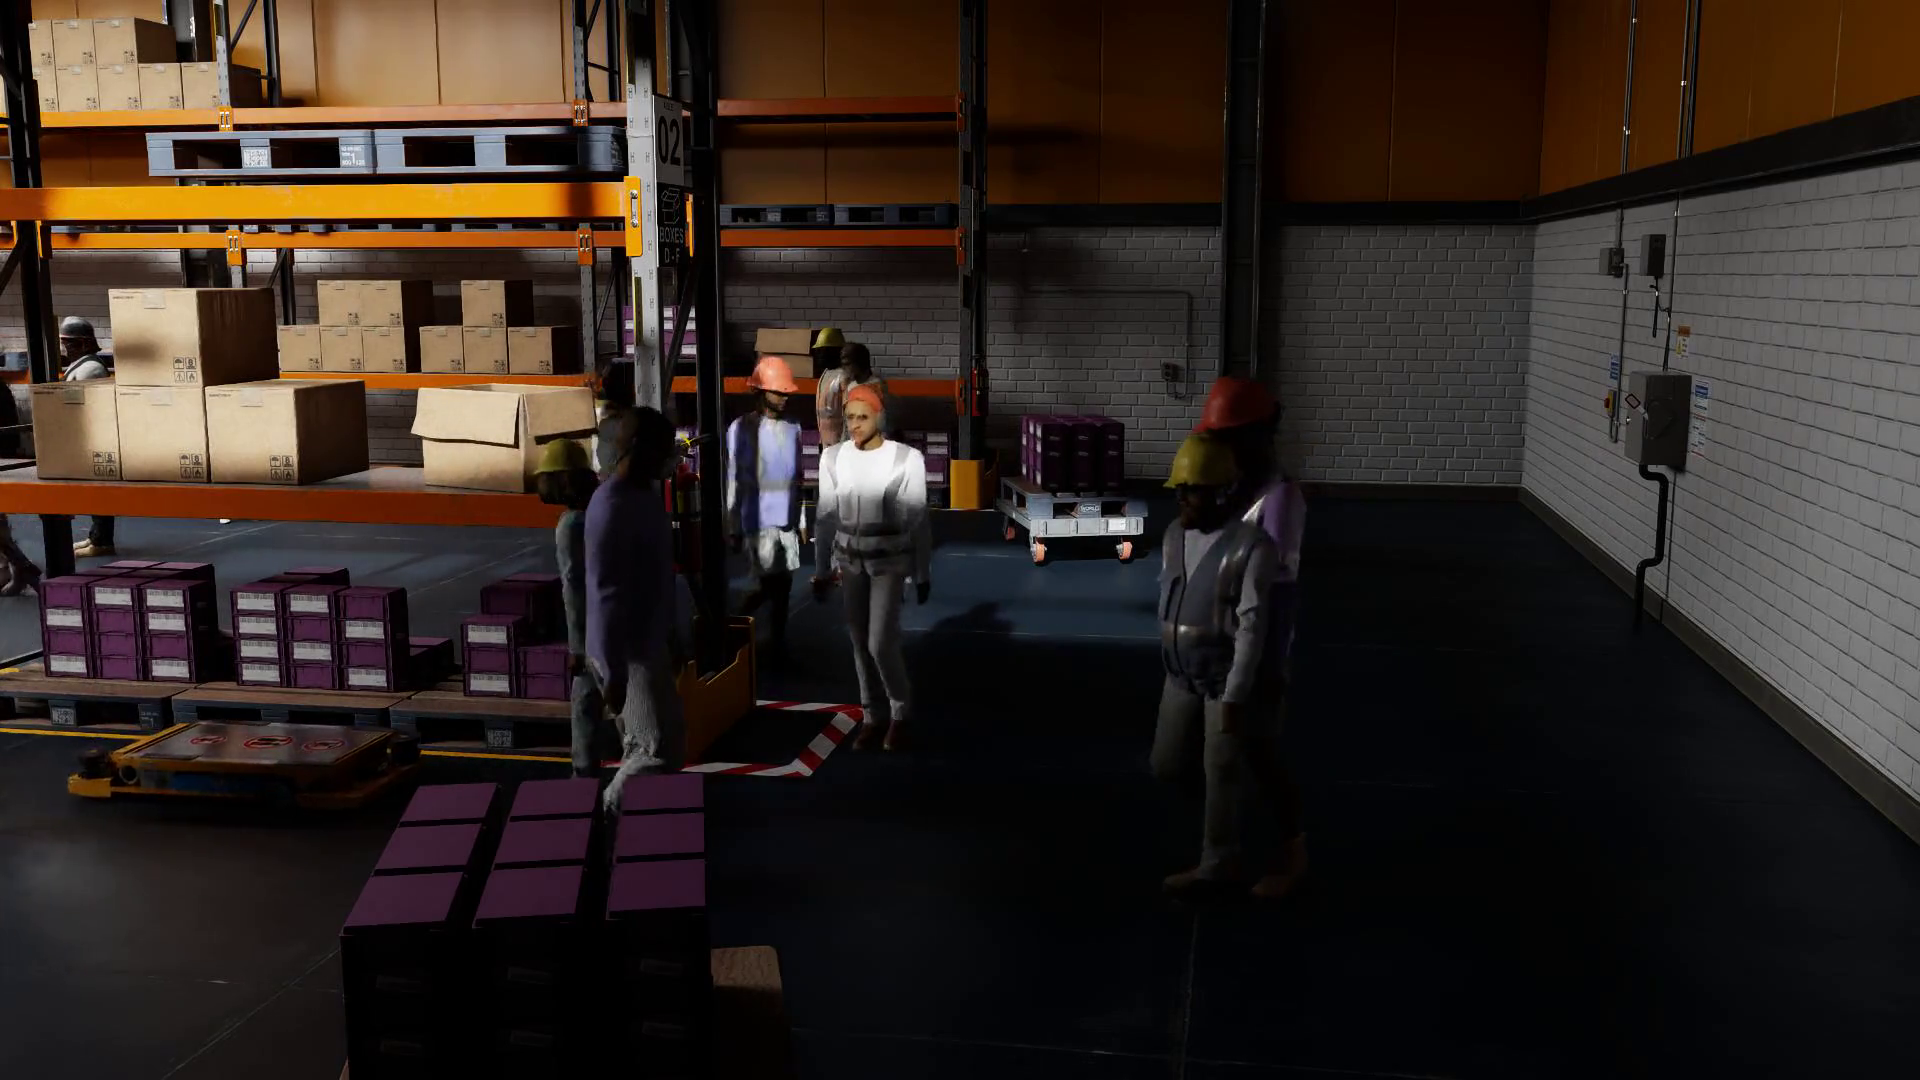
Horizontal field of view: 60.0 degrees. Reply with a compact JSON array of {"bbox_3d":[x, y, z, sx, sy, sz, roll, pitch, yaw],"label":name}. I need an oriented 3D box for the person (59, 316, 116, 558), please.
[{"bbox_3d":[-7.454,-0.875,14.115,0.536,2.000,0.672,-5,10,-27],"label":"person"}]

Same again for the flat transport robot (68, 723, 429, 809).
[{"bbox_3d":[-3.299,1.032,7.753,1.431,0.197,0.652,1,9,9],"label":"flat transport robot"}]

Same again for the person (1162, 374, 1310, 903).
[{"bbox_3d":[1.099,0.386,6.330,0.591,2.029,0.627,-2,9,-14],"label":"person"}]

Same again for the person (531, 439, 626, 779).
[{"bbox_3d":[-1.558,0.412,7.215,0.628,1.689,0.490,0,9,0],"label":"person"}]

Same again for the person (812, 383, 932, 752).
[{"bbox_3d":[-0.435,0.150,8.287,0.573,1.864,0.438,4,10,26],"label":"person"}]

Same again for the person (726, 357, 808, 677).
[{"bbox_3d":[-1.142,-0.128,9.853,0.550,1.918,0.612,7,12,38],"label":"person"}]

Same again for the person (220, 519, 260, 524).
[{"bbox_3d":[-6.979,-0.980,16.010,0.512,1.638,0.312,-8,12,-42],"label":"person"}]

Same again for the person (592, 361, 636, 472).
[{"bbox_3d":[-2.257,-0.262,10.966,0.575,1.820,0.642,-4,10,-25],"label":"person"}]

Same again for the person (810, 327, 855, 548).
[{"bbox_3d":[-1.103,-0.892,14.564,0.373,1.928,0.584,-4,10,-25],"label":"person"}]

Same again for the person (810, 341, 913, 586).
[{"bbox_3d":[-0.742,-0.558,12.631,0.776,1.897,0.646,-5,11,-30],"label":"person"}]

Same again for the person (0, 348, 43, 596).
[{"bbox_3d":[-7.134,-0.540,12.217,0.430,1.976,0.638,-6,11,-33],"label":"person"}]

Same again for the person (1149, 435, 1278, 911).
[{"bbox_3d":[0.965,0.502,6.296,0.471,1.811,0.587,-7,12,-37],"label":"person"}]

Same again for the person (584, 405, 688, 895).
[{"bbox_3d":[-1.221,0.439,6.374,0.426,1.915,0.632,0,9,-1],"label":"person"}]
